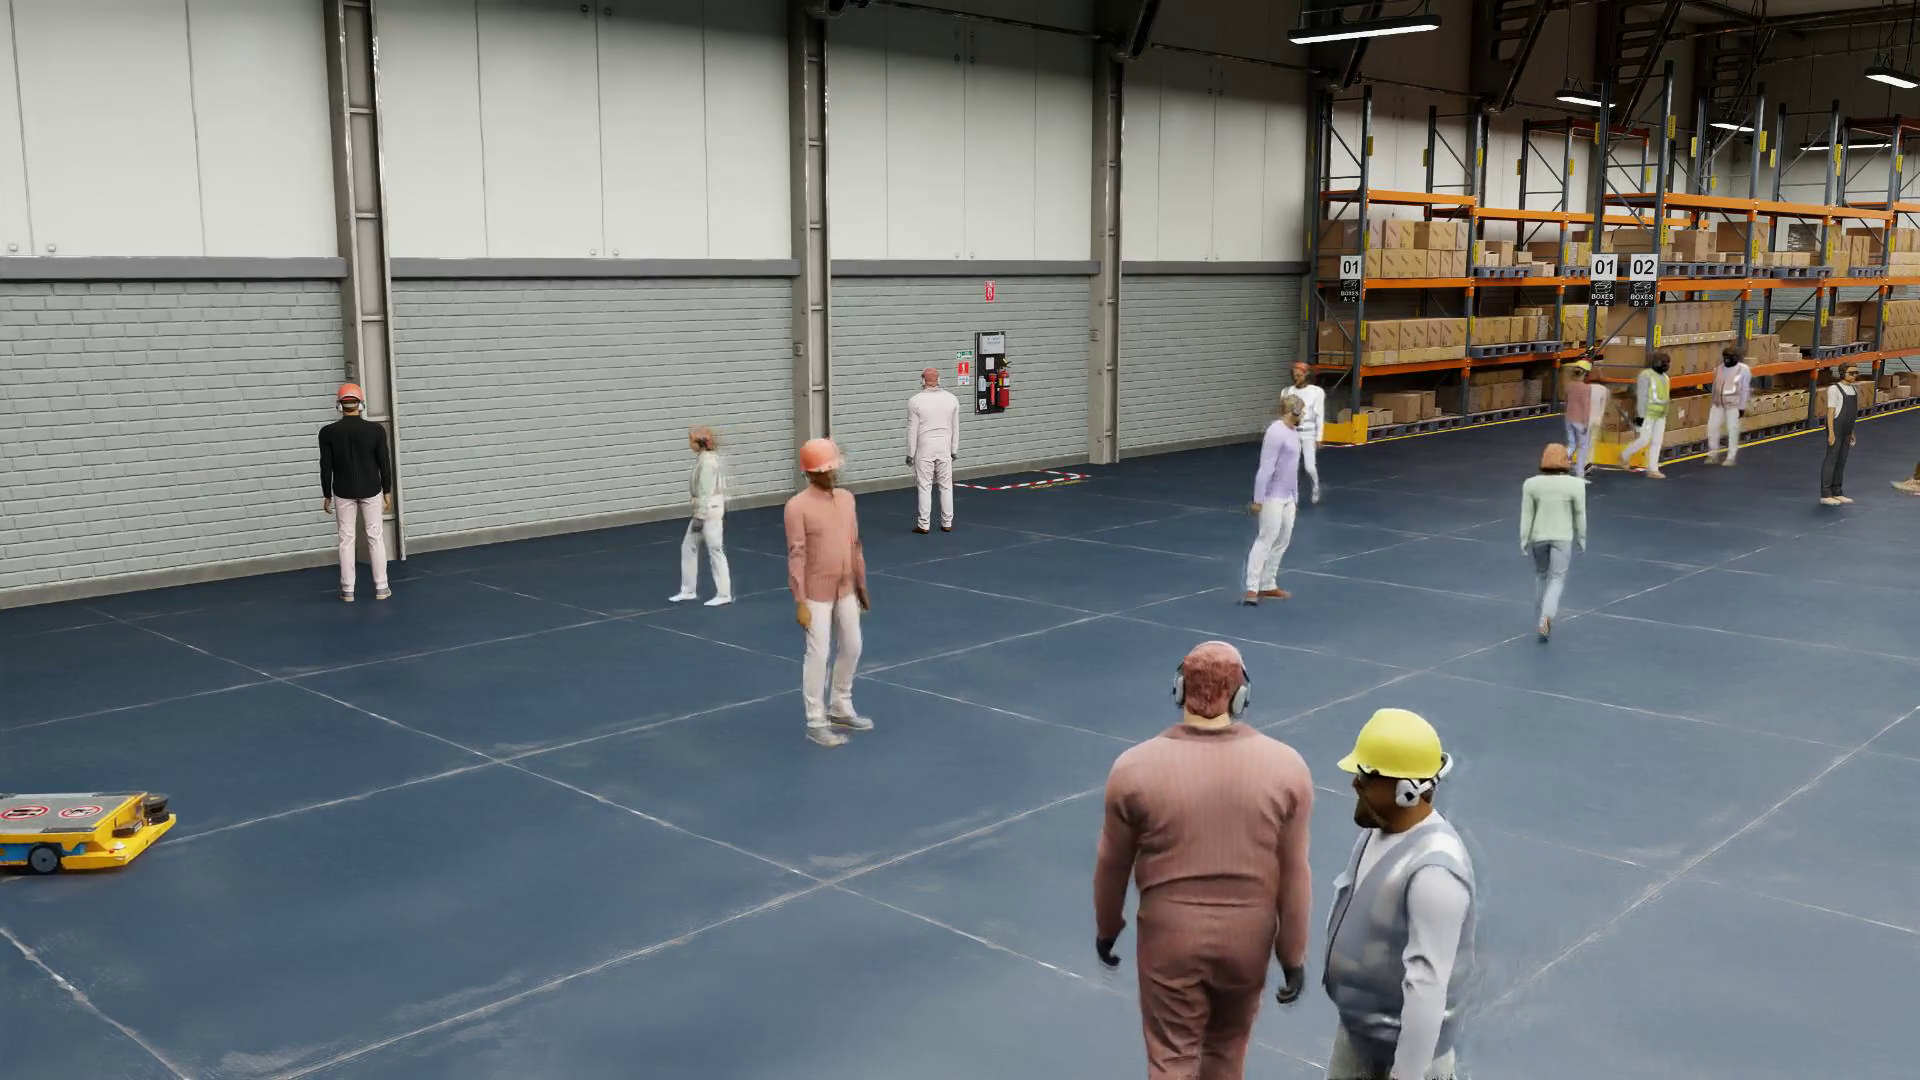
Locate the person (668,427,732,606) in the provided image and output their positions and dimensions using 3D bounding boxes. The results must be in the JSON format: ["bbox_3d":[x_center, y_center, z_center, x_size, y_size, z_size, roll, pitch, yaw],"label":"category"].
[{"bbox_3d":[-2.357,-0.197,14.845,0.666,1.617,0.528,-3,10,-18],"label":"person"}]

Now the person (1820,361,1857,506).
[{"bbox_3d":[11.278,-1.367,21.281,0.505,1.847,0.346,-6,11,-31],"label":"person"}]

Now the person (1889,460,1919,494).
[{"bbox_3d":[12.923,-1.573,22.064,0.985,1.991,0.644,8,12,40],"label":"person"}]

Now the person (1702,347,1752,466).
[{"bbox_3d":[11.668,-2.021,25.337,0.610,1.824,0.638,-7,12,-36],"label":"person"}]

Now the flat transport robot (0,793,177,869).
[{"bbox_3d":[-4.910,1.502,8.580,1.431,0.197,0.652,-1,9,-4],"label":"flat transport robot"}]

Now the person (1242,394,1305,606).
[{"bbox_3d":[2.828,-0.361,15.009,0.454,1.894,0.781,5,11,30],"label":"person"}]

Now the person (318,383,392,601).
[{"bbox_3d":[-5.489,-0.431,15.146,0.608,1.987,0.388,-3,10,-19],"label":"person"}]

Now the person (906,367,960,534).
[{"bbox_3d":[-0.324,-1.018,18.988,0.638,1.903,0.408,-4,10,-24],"label":"person"}]

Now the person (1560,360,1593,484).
[{"bbox_3d":[8.614,-1.649,23.331,0.521,1.741,0.532,-3,10,-20],"label":"person"}]

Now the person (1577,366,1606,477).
[{"bbox_3d":[9.076,-1.698,23.974,0.512,1.620,0.383,-3,10,-17],"label":"person"}]

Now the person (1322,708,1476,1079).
[{"bbox_3d":[1.320,1.362,4.788,0.875,1.805,0.592,-1,9,-4],"label":"person"}]

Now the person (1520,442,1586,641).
[{"bbox_3d":[4.844,0.002,13.657,0.501,1.607,0.726,6,11,33],"label":"person"}]

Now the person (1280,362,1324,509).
[{"bbox_3d":[4.291,-1.302,20.812,0.592,1.868,0.603,5,11,28],"label":"person"}]

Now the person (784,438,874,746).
[{"bbox_3d":[-0.829,0.327,10.659,0.371,1.964,0.736,7,12,36],"label":"person"}]

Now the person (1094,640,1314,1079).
[{"bbox_3d":[0.756,1.246,5.261,0.662,1.878,0.674,0,9,1],"label":"person"}]

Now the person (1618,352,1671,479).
[{"bbox_3d":[9.943,-1.806,24.044,0.648,1.820,0.654,-6,11,-31],"label":"person"}]
